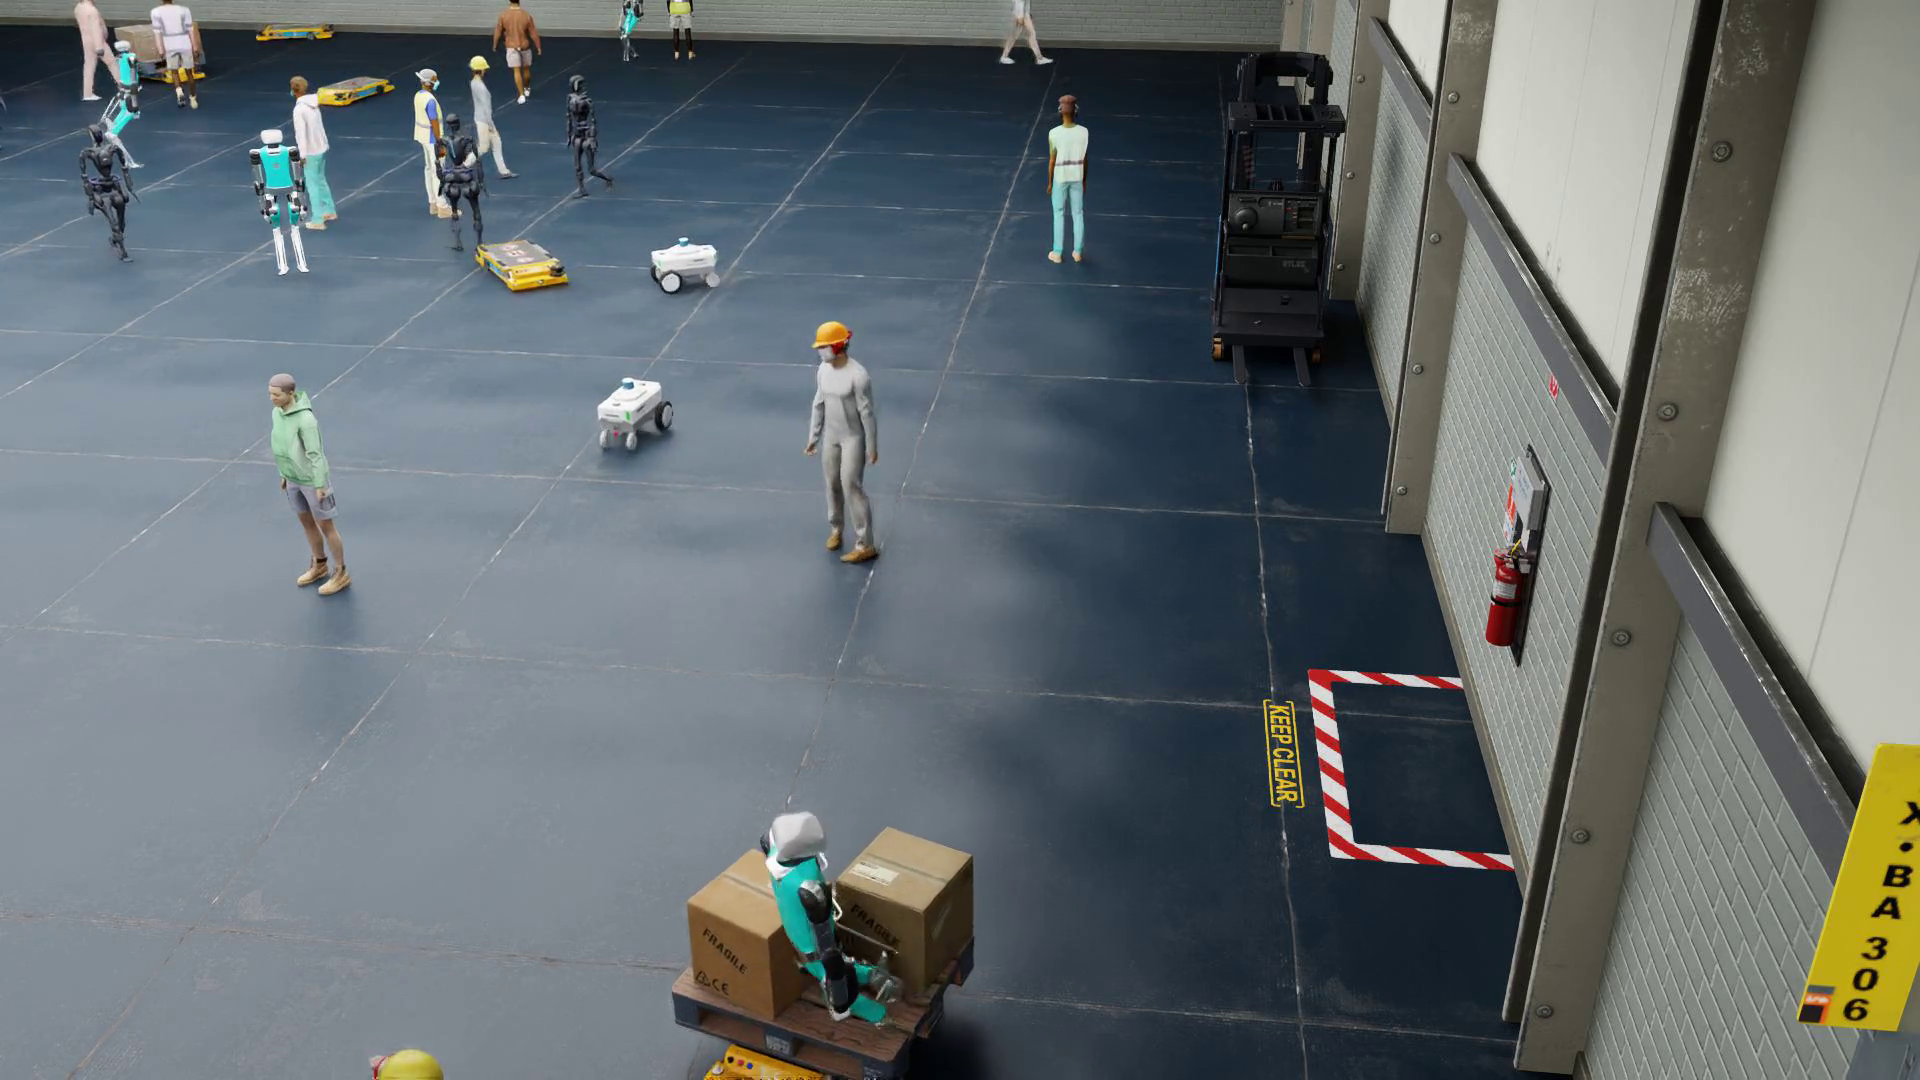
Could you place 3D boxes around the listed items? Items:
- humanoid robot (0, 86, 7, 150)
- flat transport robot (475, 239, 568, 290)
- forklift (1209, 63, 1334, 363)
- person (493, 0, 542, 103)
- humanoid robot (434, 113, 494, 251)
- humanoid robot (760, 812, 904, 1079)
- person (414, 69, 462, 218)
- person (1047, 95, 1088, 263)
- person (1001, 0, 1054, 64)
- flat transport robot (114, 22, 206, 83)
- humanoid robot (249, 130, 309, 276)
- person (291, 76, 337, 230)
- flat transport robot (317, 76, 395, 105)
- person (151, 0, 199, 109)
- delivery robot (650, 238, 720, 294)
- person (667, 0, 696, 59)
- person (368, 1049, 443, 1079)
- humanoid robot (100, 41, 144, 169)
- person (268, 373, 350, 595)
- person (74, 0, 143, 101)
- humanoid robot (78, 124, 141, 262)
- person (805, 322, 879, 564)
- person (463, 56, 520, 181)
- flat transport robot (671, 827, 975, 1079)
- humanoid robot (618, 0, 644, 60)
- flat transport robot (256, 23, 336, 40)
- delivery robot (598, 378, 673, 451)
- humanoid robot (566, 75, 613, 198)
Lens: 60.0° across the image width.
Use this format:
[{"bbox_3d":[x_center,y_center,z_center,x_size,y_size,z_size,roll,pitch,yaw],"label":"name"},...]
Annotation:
[{"bbox_3d":[-14.536,-6.552,24.668,0.593,1.641,0.585,-1,27,-2],"label":"humanoid robot"},{"bbox_3d":[-5.196,-3.263,19.653,0.659,0.231,1.431,-15,30,-28],"label":"flat transport robot"},{"bbox_3d":[3.241,-3.477,17.183,1.129,2.768,1.873,3,27,6],"label":"forklift"},{"bbox_3d":[-7.491,-8.357,28.104,0.781,1.807,0.940,-8,28,-16],"label":"person"},{"bbox_3d":[-6.095,-4.355,20.267,0.608,1.639,0.361,-2,27,-3],"label":"humanoid robot"},{"bbox_3d":[-0.465,1.910,7.679,0.868,1.745,0.550,-16,31,-30],"label":"humanoid robot"},{"bbox_3d":[-6.855,-5.147,21.606,0.401,1.890,0.523,-17,31,-31],"label":"person"},{"bbox_3d":[1.276,-4.276,19.771,0.486,1.978,0.407,-5,27,-10],"label":"person"},{"bbox_3d":[1.222,-9.775,30.915,1.007,1.819,0.529,-1,27,-1],"label":"person"},{"bbox_3d":[-14.374,-8.449,30.006,1.431,0.231,0.659,15,30,27],"label":"flat transport robot"},{"bbox_3d":[-7.817,-3.921,19.184,0.533,1.672,0.735,-11,28,-20],"label":"humanoid robot"},{"bbox_3d":[-8.257,-4.940,21.186,0.421,1.896,0.556,2,27,4],"label":"person"},{"bbox_3d":[-10.410,-7.694,28.499,0.659,0.231,1.431,9,28,17],"label":"flat transport robot"},{"bbox_3d":[-12.880,-8.112,27.379,0.616,2.028,0.499,-11,29,-20],"label":"person"},{"bbox_3d":[-3.183,-3.158,19.144,0.818,0.614,0.499,-10,28,-20],"label":"delivery robot"},{"bbox_3d":[-5.282,-9.964,31.438,0.530,1.692,0.321,0,27,1],"label":"person"},{"bbox_3d":[-2.067,2.637,6.258,0.589,1.719,0.758,-9,28,-18],"label":"person"},{"bbox_3d":[-12.122,-6.247,23.956,0.772,1.752,0.567,-23,34,-38],"label":"humanoid robot"},{"bbox_3d":[-4.859,-0.431,12.365,0.465,1.733,0.324,15,30,28],"label":"person"},{"bbox_3d":[-14.563,-8.404,28.155,0.670,1.854,0.972,19,32,33],"label":"person"},{"bbox_3d":[-10.255,-4.195,20.020,0.791,1.646,0.593,22,34,37],"label":"humanoid robot"},{"bbox_3d":[-0.889,-0.779,12.913,0.605,1.870,0.428,22,34,37],"label":"person"},{"bbox_3d":[-6.680,-5.860,23.192,0.805,1.734,0.532,-9,28,-18],"label":"person"},{"bbox_3d":[-0.683,2.381,8.385,0.659,0.231,1.431,11,29,21],"label":"flat transport robot"},{"bbox_3d":[-6.342,-9.928,31.402,0.530,1.805,0.829,22,34,37],"label":"humanoid robot"},{"bbox_3d":[-13.441,-10.280,33.660,1.431,0.231,0.659,-5,27,-10],"label":"flat transport robot"},{"bbox_3d":[-3.004,-1.183,15.172,0.499,0.585,0.765,8,28,15],"label":"delivery robot"},{"bbox_3d":[-5.051,-5.478,22.514,0.608,1.636,0.582,19,32,33],"label":"humanoid robot"}]
